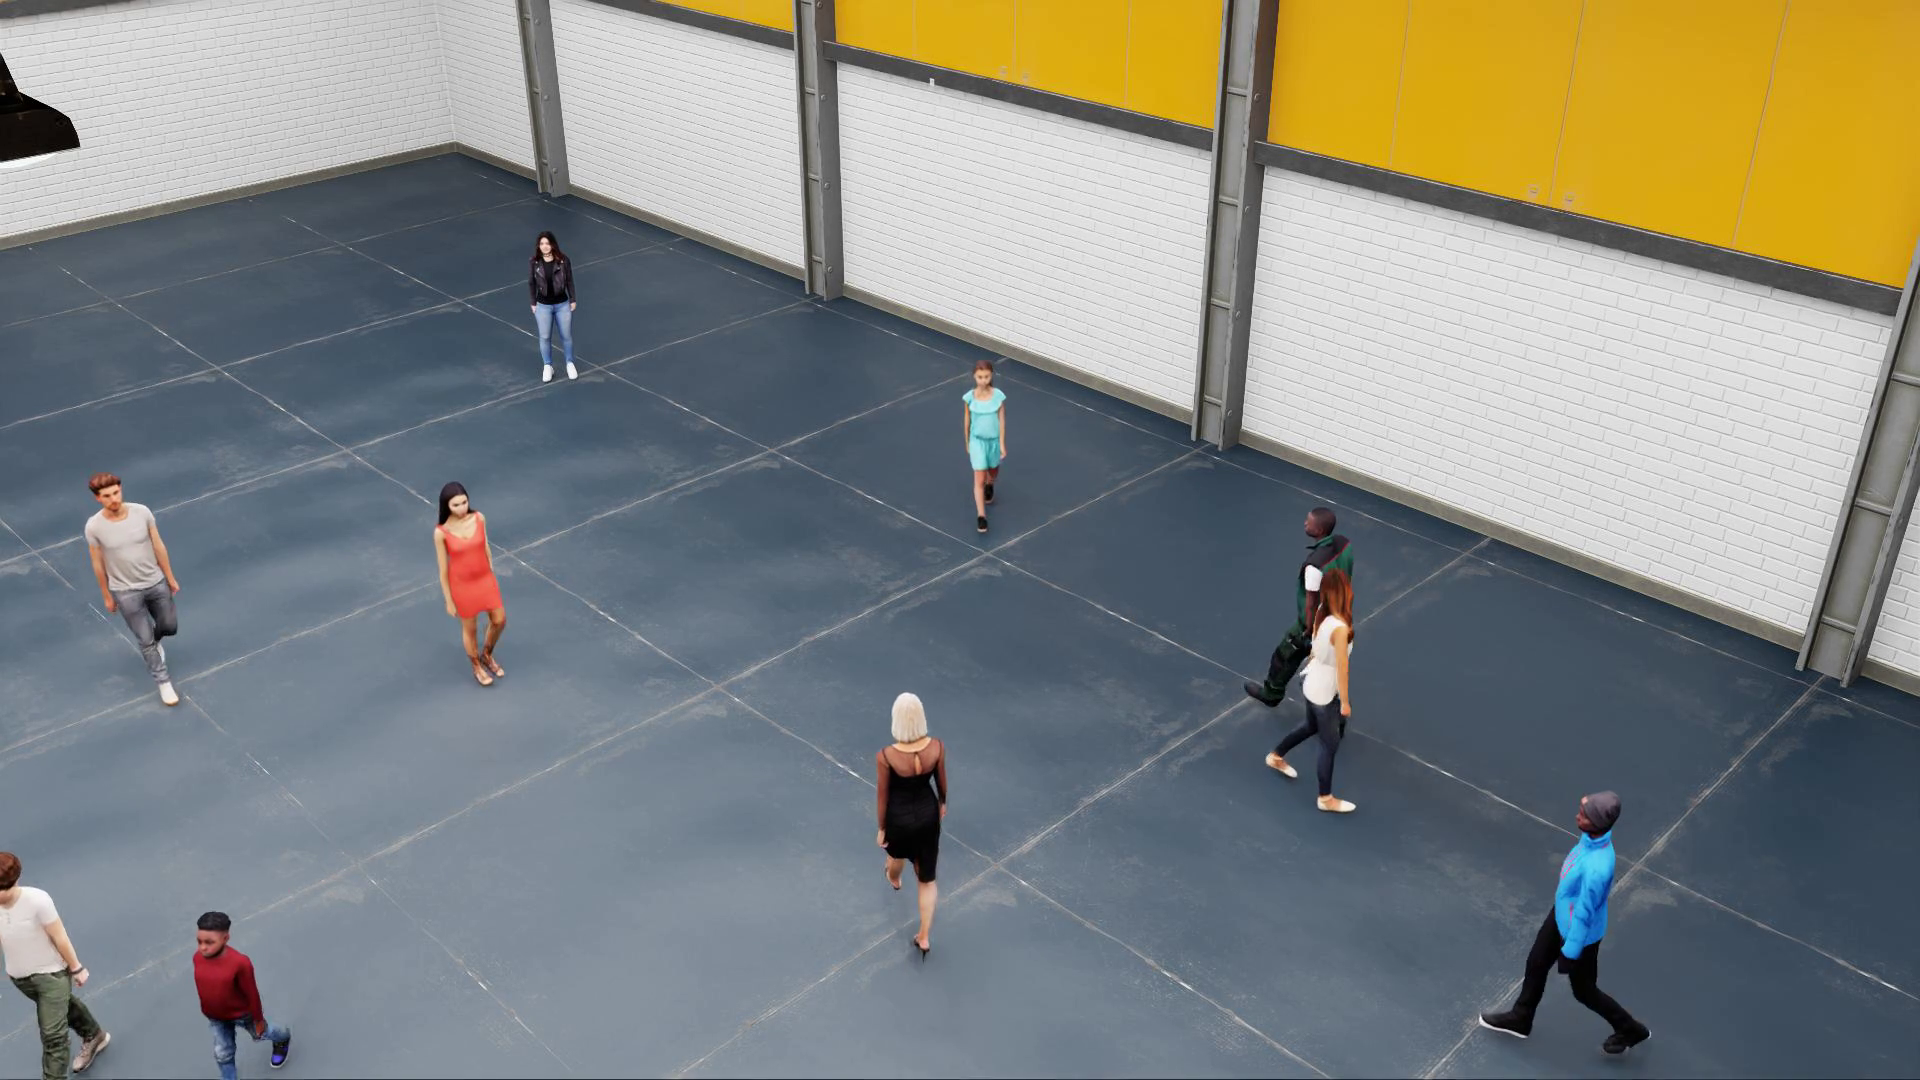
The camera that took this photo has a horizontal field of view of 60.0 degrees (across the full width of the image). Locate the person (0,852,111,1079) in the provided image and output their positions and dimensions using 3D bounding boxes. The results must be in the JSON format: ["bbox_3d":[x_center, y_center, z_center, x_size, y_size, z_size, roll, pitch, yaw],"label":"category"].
[{"bbox_3d":[-4.944,2.295,9.042,1.067,1.618,1.073,2,29,4],"label":"person"}]

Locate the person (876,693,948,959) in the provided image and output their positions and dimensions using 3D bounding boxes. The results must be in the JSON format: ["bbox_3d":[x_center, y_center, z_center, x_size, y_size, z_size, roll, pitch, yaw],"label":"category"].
[{"bbox_3d":[-0.266,1.753,9.960,0.978,1.691,1.169,-7,29,-13],"label":"person"}]

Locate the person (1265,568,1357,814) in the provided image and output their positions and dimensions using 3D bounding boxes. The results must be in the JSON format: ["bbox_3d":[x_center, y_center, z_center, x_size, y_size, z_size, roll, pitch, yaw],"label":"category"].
[{"bbox_3d":[2.405,0.983,11.297,0.995,1.762,0.933,5,29,9],"label":"person"}]

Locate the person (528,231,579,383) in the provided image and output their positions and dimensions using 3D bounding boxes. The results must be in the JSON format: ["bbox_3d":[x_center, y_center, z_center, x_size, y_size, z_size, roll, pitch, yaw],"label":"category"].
[{"bbox_3d":[-4.371,-2.520,17.853,0.719,1.634,0.735,-6,29,-11],"label":"person"}]

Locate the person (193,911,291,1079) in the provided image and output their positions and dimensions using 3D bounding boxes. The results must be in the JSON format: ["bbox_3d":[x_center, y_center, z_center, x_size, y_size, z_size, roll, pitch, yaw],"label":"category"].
[{"bbox_3d":[-3.921,2.503,9.058,0.869,1.238,0.868,4,29,7],"label":"person"}]

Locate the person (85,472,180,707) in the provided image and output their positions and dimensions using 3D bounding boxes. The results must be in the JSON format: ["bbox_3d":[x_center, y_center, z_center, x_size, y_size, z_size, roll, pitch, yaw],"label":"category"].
[{"bbox_3d":[-6.148,0.306,12.408,0.728,1.886,0.982,-21,35,-33],"label":"person"}]

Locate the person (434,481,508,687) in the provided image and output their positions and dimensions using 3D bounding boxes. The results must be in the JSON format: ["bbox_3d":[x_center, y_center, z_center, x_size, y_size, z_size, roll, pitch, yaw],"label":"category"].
[{"bbox_3d":[-3.743,0.312,12.585,0.609,1.706,0.563,-25,37,-38],"label":"person"}]

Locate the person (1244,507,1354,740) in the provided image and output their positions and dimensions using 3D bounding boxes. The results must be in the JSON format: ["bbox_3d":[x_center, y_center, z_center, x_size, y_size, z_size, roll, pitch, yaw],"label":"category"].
[{"bbox_3d":[2.662,0.631,11.905,0.730,1.798,1.068,-23,36,-35],"label":"person"}]

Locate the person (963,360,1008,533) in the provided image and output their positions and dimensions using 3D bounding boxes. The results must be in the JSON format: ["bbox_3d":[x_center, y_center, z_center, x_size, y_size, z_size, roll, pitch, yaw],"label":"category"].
[{"bbox_3d":[0.243,-0.909,15.007,1.006,1.530,1.082,-1,29,-2],"label":"person"}]

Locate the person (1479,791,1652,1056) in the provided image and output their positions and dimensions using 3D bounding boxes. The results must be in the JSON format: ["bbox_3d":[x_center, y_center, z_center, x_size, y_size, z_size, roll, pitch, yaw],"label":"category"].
[{"bbox_3d":[3.492,2.155,9.141,1.211,1.768,1.035,5,29,9],"label":"person"}]
